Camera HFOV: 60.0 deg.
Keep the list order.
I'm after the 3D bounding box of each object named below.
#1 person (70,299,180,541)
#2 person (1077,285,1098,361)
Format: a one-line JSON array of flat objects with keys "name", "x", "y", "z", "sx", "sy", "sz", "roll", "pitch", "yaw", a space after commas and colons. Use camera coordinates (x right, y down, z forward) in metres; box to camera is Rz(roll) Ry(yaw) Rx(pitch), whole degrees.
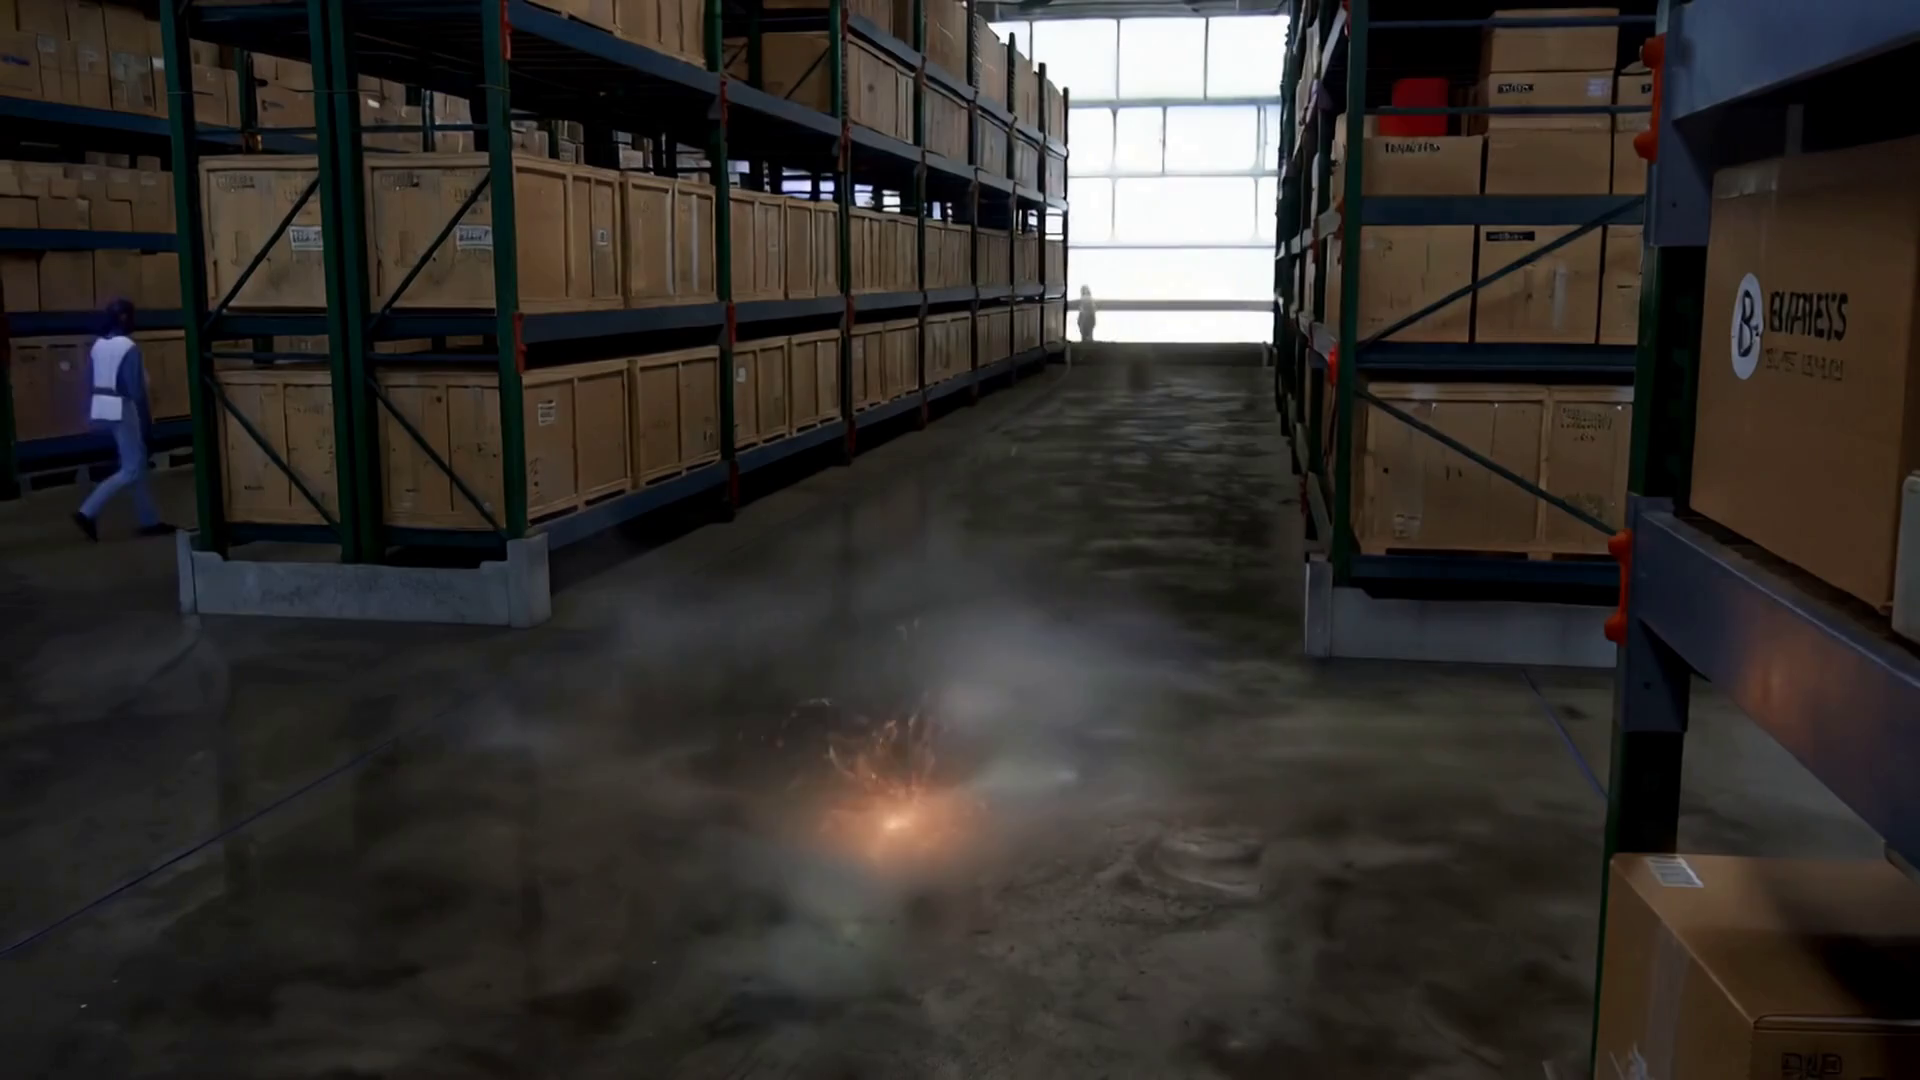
[{"name": "person", "x": -6.338, "y": -0.900, "z": 12.524, "sx": 0.578, "sy": 1.823, "sz": 0.783, "roll": 7, "pitch": 12, "yaw": 38}, {"name": "person", "x": 2.884, "y": -4.932, "z": 37.850, "sx": 0.499, "sy": 1.723, "sz": 0.366, "roll": -7, "pitch": 12, "yaw": -38}]
